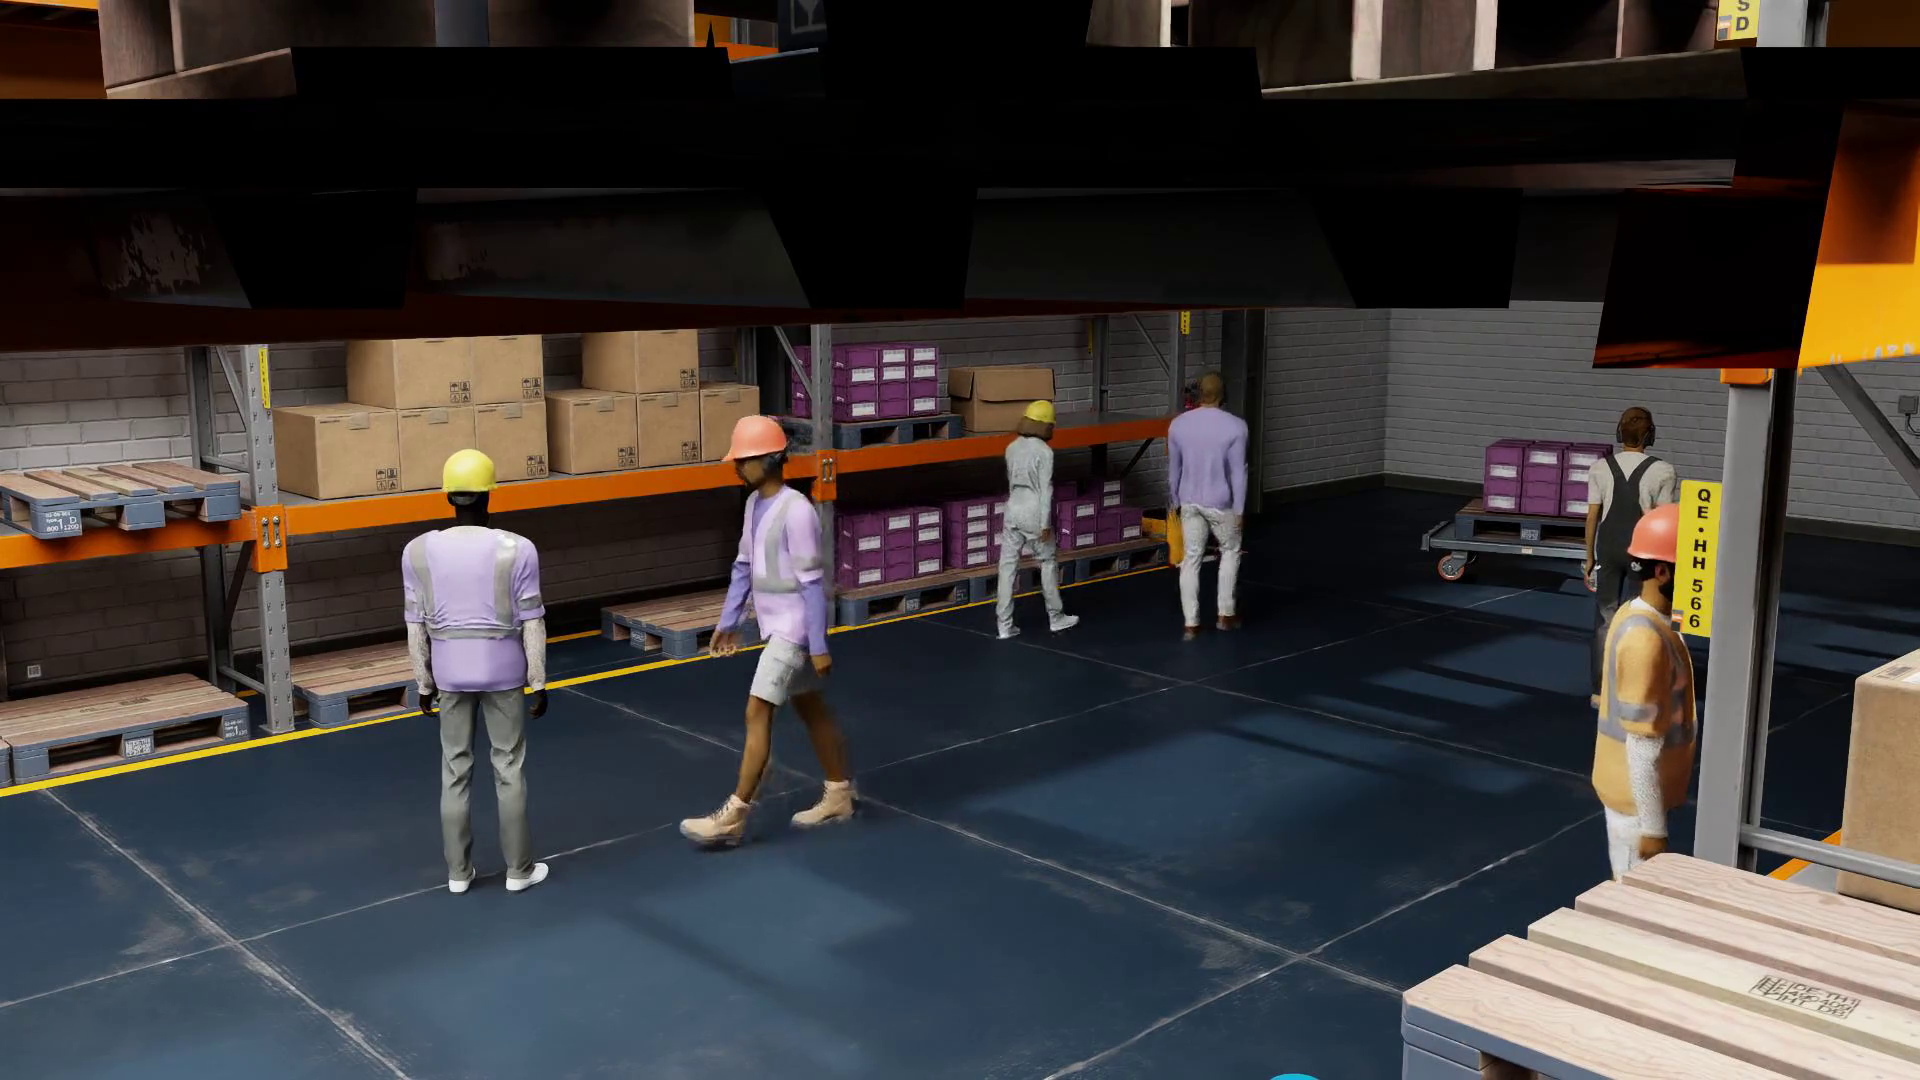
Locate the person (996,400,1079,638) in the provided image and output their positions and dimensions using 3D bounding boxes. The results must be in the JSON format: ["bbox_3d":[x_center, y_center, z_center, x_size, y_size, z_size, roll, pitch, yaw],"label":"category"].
[{"bbox_3d":[0.557,-0.162,12.021,0.511,1.704,0.772,9,13,42],"label":"person"}]

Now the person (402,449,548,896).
[{"bbox_3d":[-2.053,0.573,7.110,0.587,1.930,0.359,0,10,-1],"label":"person"}]

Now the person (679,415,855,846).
[{"bbox_3d":[-0.936,0.422,7.783,1.000,1.991,0.610,-4,10,-21],"label":"person"}]

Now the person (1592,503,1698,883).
[{"bbox_3d":[2.312,0.833,5.568,0.368,1.938,0.548,4,10,21],"label":"person"}]

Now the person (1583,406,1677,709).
[{"bbox_3d":[4.017,0.120,10.006,0.507,1.847,0.351,7,12,34],"label":"person"}]

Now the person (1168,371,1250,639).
[{"bbox_3d":[1.823,-0.263,12.025,0.653,1.912,0.748,6,11,31],"label":"person"}]
